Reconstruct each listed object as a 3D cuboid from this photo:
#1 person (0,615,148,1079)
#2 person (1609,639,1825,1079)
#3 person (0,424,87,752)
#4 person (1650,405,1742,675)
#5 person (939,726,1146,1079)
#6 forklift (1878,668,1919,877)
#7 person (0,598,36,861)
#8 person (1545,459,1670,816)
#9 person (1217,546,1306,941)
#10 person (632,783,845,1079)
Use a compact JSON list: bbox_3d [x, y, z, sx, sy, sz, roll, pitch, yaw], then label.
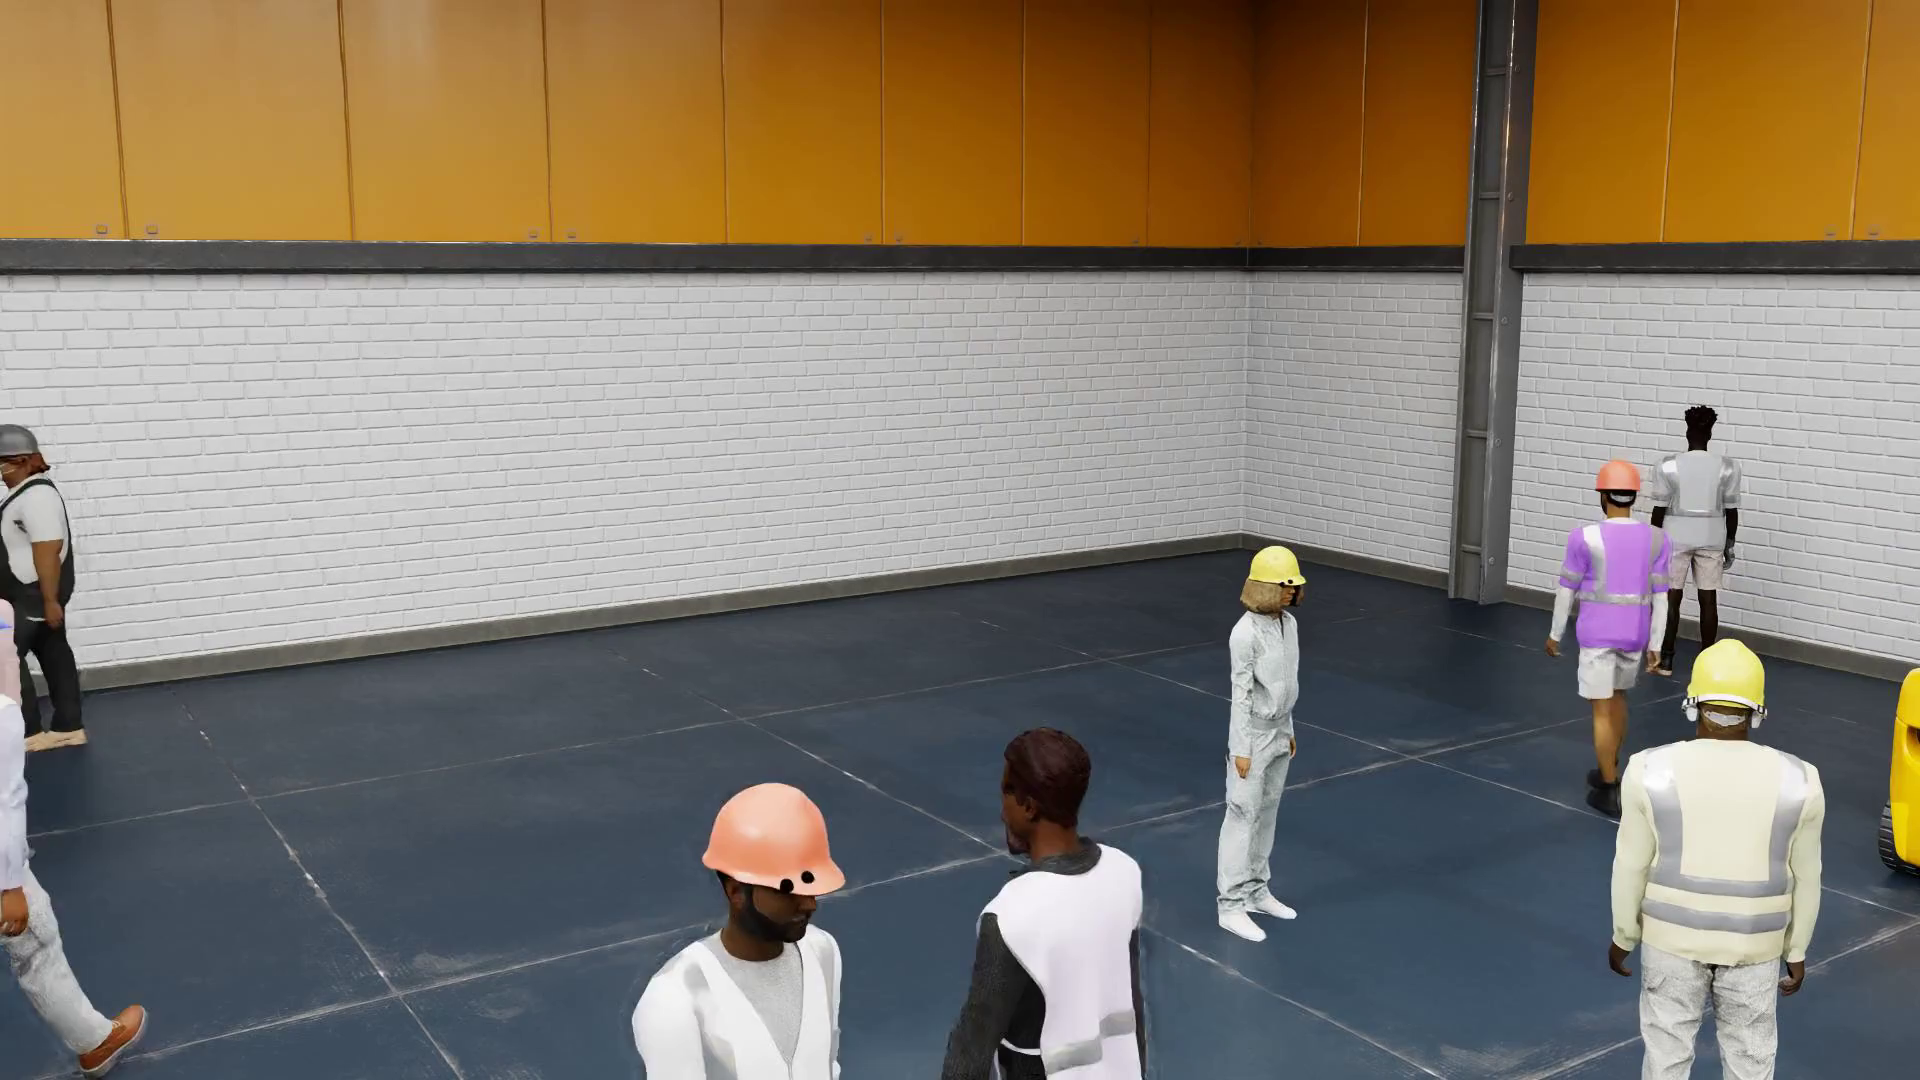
[{"bbox_3d":[-3.326,1.074,5.736,0.644,1.901,0.956,3,10,17],"label":"person"},{"bbox_3d":[2.316,1.209,5.145,0.589,1.834,0.403,3,10,15],"label":"person"},{"bbox_3d":[-5.690,0.295,10.029,0.676,2.000,0.697,-5,11,-28],"label":"person"},{"bbox_3d":[5.265,0.012,11.960,0.605,1.966,0.367,2,10,15],"label":"person"},{"bbox_3d":[0.168,1.373,4.069,1.002,1.867,0.594,6,11,30],"label":"person"},{"bbox_3d":[5.511,0.571,7.906,2.313,2.155,1.214,-6,11,-33],"label":"forklift"},{"bbox_3d":[-4.734,0.796,7.892,0.532,1.743,0.666,0,9,0],"label":"person"},{"bbox_3d":[3.531,0.507,9.143,0.551,1.904,0.759,-1,9,-4],"label":"person"},{"bbox_3d":[1.363,0.883,7.383,0.323,1.743,0.489,7,12,38],"label":"person"},{"bbox_3d":[-0.481,1.430,3.569,0.834,1.916,0.553,9,13,43],"label":"person"}]
